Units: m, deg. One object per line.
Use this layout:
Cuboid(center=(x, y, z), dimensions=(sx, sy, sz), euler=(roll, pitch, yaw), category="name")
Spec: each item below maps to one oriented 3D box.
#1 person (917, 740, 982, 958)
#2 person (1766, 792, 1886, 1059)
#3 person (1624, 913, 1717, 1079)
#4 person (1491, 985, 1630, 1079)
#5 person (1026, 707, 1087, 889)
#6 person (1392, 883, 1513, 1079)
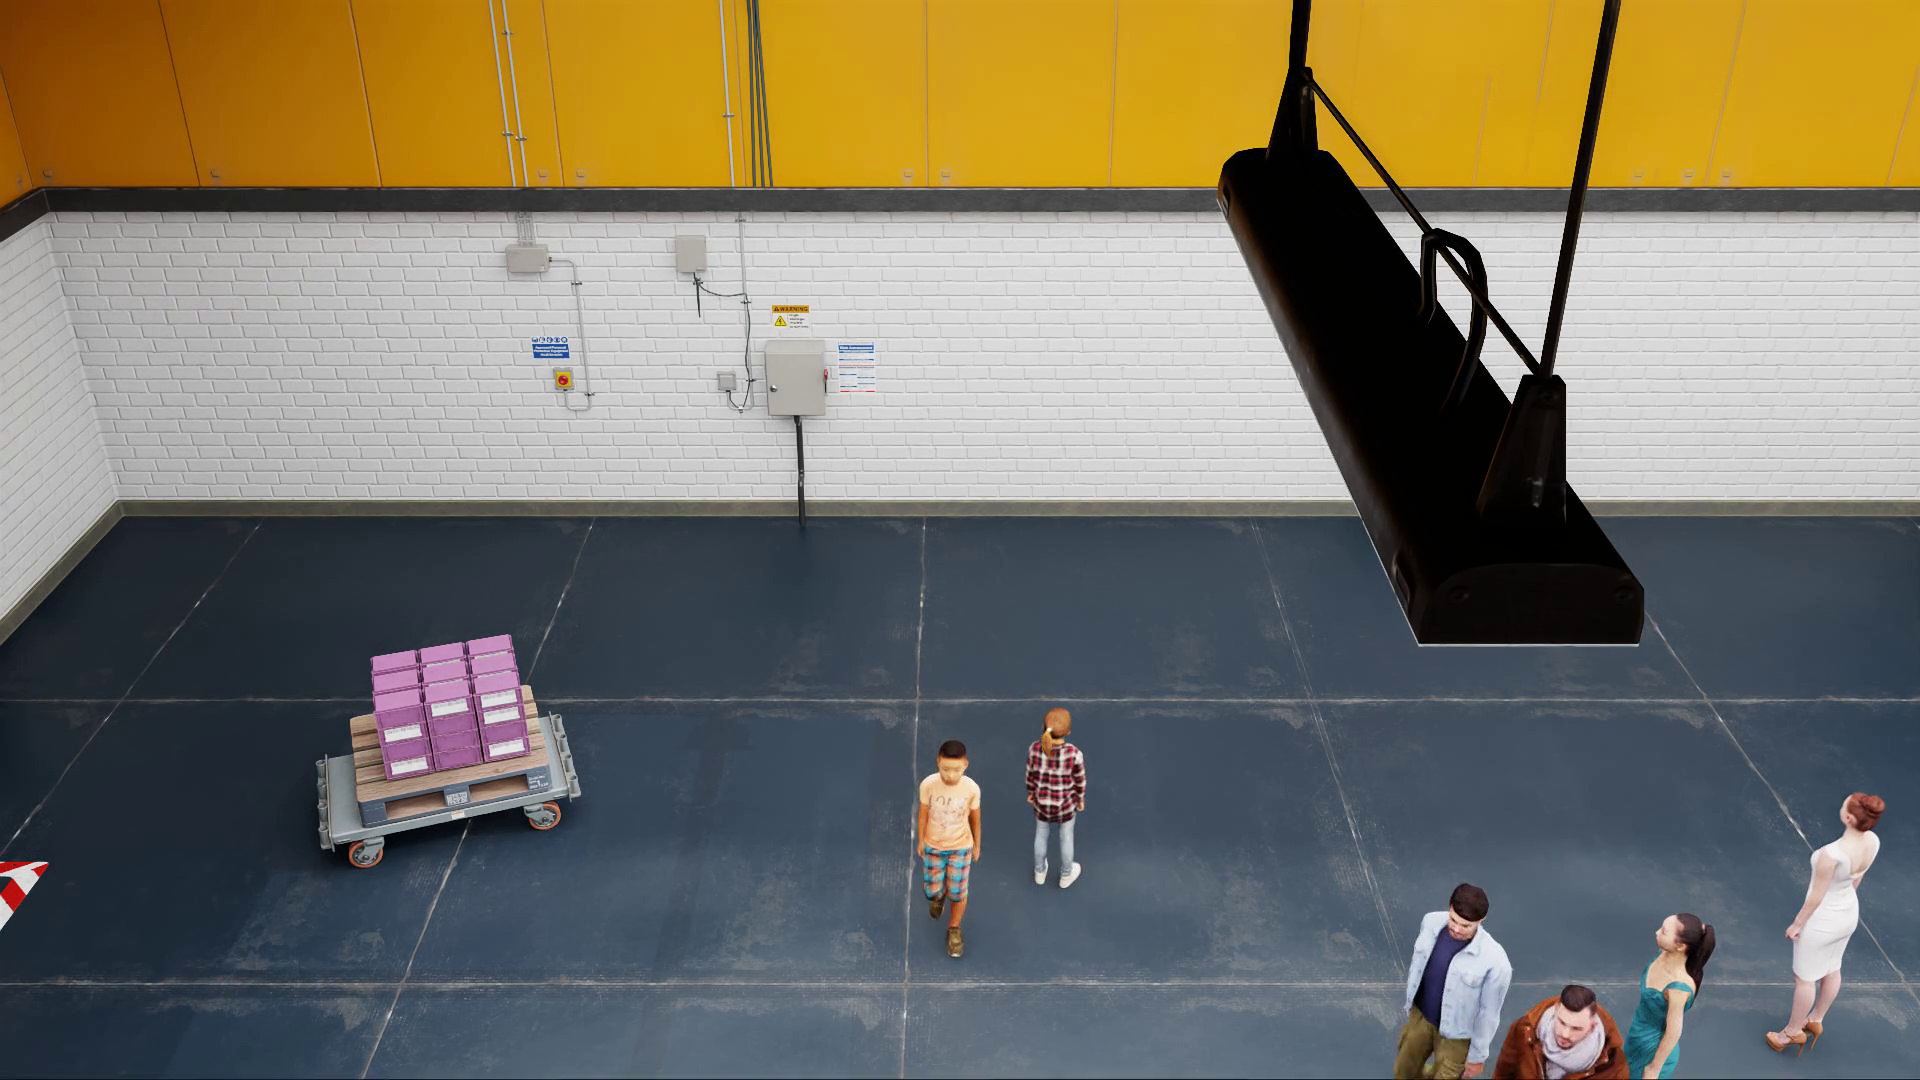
Cuboid(center=(-0.068, 1.782, 9.955), dimensions=(0.549, 1.453, 0.699), euler=(2, 29, 3), category="person")
Cuboid(center=(4.722, 2.087, 9.043), dimensions=(0.637, 1.790, 0.617), euler=(-12, 31, -21), category="person")
Cuboid(center=(3.469, 2.536, 8.329), dimensions=(0.657, 1.686, 0.474), euler=(5, 29, 10), category="person")
Cuboid(center=(2.779, 2.728, 7.843), dimensions=(0.925, 1.815, 0.987), euler=(23, 36, 35), category="person")
Cuboid(center=(0.595, 1.611, 10.422), dimensions=(0.584, 1.305, 0.577), euler=(8, 30, 14), category="person")
Cuboid(center=(2.520, 2.415, 8.438), dimensions=(0.942, 1.794, 0.870), euler=(-20, 35, -33), category="person")
